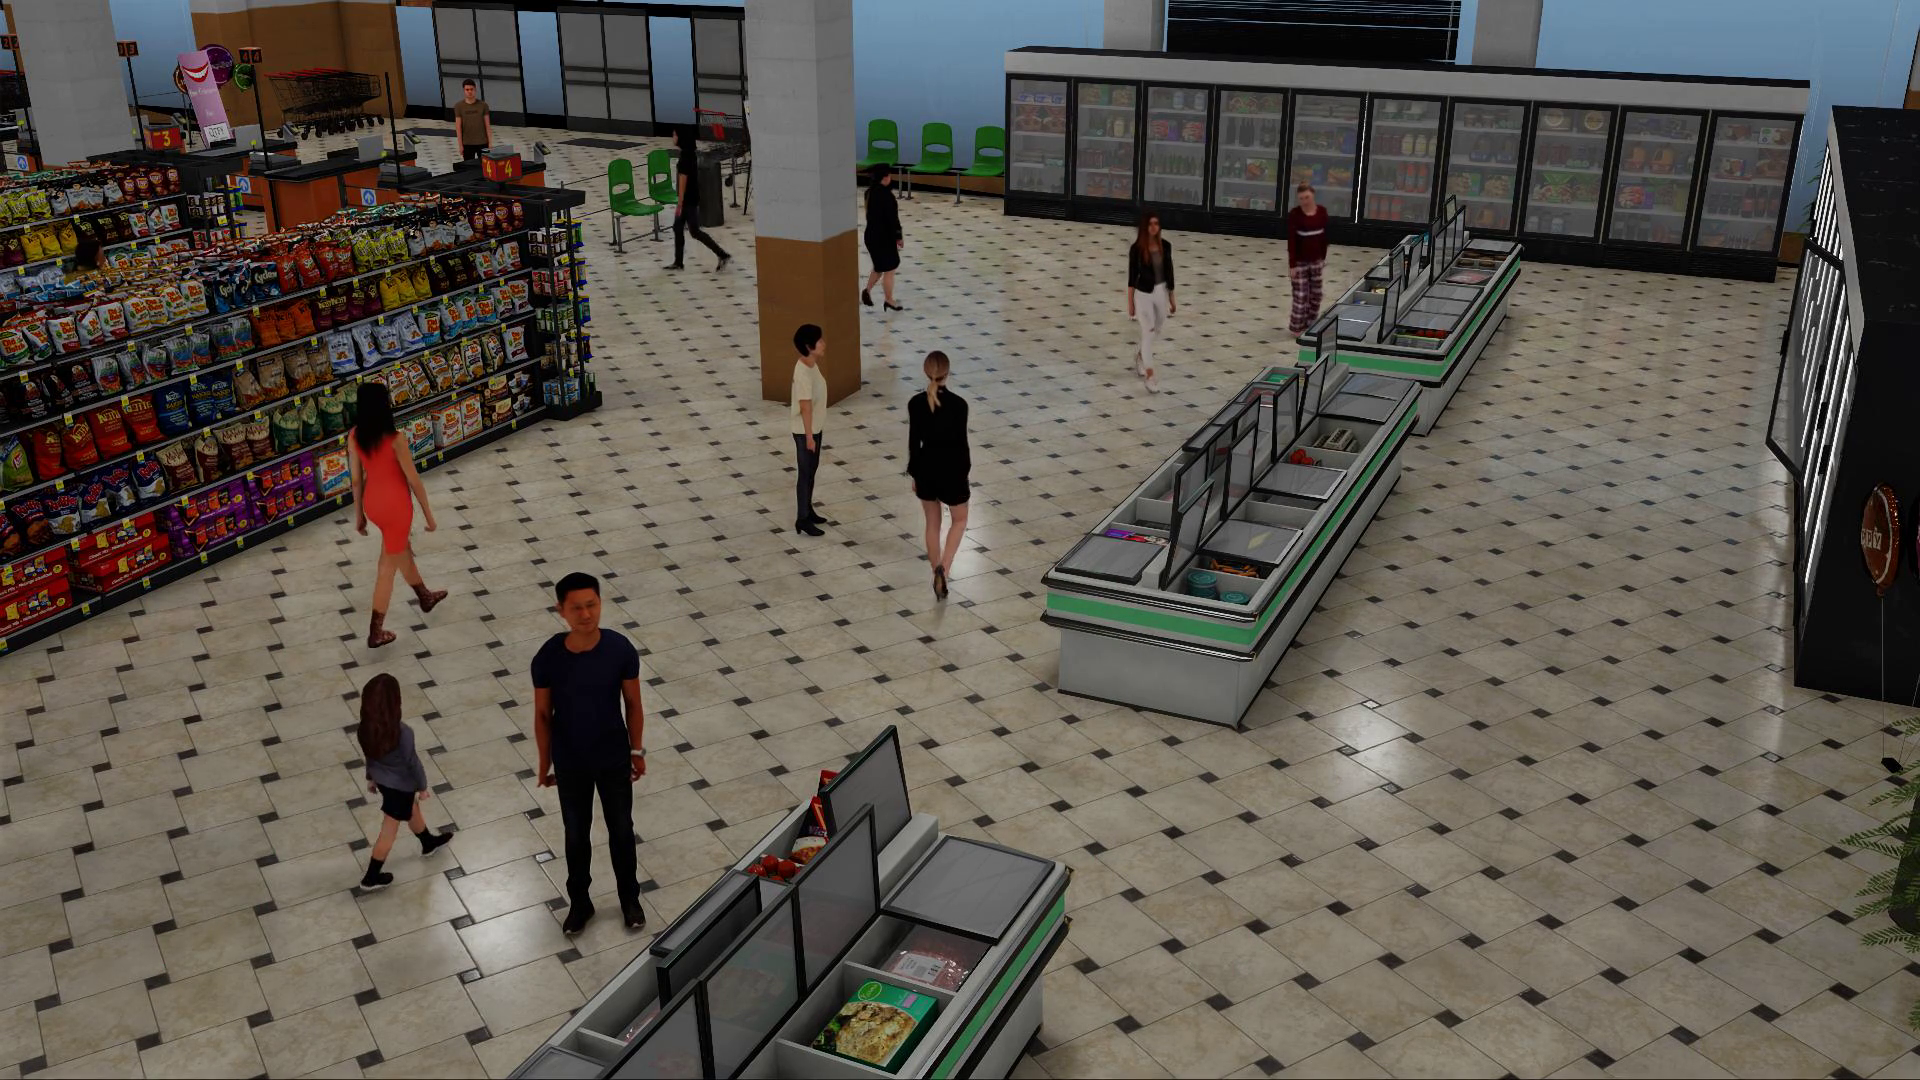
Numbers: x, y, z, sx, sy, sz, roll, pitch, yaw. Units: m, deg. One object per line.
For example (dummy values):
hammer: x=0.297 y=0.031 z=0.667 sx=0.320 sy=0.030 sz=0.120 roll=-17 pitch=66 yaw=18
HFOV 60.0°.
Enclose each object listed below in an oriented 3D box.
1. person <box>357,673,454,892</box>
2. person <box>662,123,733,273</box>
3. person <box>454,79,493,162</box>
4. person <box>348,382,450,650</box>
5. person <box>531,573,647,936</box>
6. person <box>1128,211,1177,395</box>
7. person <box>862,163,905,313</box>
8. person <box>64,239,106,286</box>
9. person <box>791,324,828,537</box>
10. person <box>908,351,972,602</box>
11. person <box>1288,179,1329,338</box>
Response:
person: x=-2.774 y=1.180 z=8.043 sx=0.558 sy=1.078 sz=0.824 roll=14 pitch=26 yaw=30
person: x=-3.226 y=-4.145 z=20.327 sx=1.046 sy=1.801 sz=1.136 roll=-2 pitch=22 yaw=-5
person: x=-7.123 y=-5.819 z=24.423 sx=0.728 sy=1.852 sz=0.803 roll=-9 pitch=24 yaw=-22
person: x=-3.636 y=-0.120 z=10.481 sx=0.698 sy=1.672 sz=1.142 roll=6 pitch=23 yaw=16
person: x=-1.679 y=0.969 z=7.603 sx=0.719 sy=1.797 sz=0.729 roll=-4 pitch=22 yaw=-9
person: x=1.811 y=-2.308 z=15.918 sx=1.043 sy=1.678 sz=1.118 roll=-7 pitch=23 yaw=-17
person: x=-0.910 y=-3.340 z=18.502 sx=0.909 sy=1.666 sz=0.867 roll=-12 pitch=25 yaw=-28
person: x=-7.675 y=-1.852 z=14.820 sx=0.838 sy=1.651 sz=0.734 roll=8 pitch=23 yaw=19
person: x=-1.127 y=-0.820 z=12.342 sx=0.710 sy=1.583 sz=0.563 roll=0 pitch=22 yaw=1
person: x=-0.141 y=-0.365 z=10.978 sx=0.688 sy=1.755 sz=0.853 roll=5 pitch=22 yaw=11
person: x=3.661 y=-2.953 z=17.525 sx=0.788 sy=1.678 sz=0.839 roll=-13 pitch=25 yaw=-29
